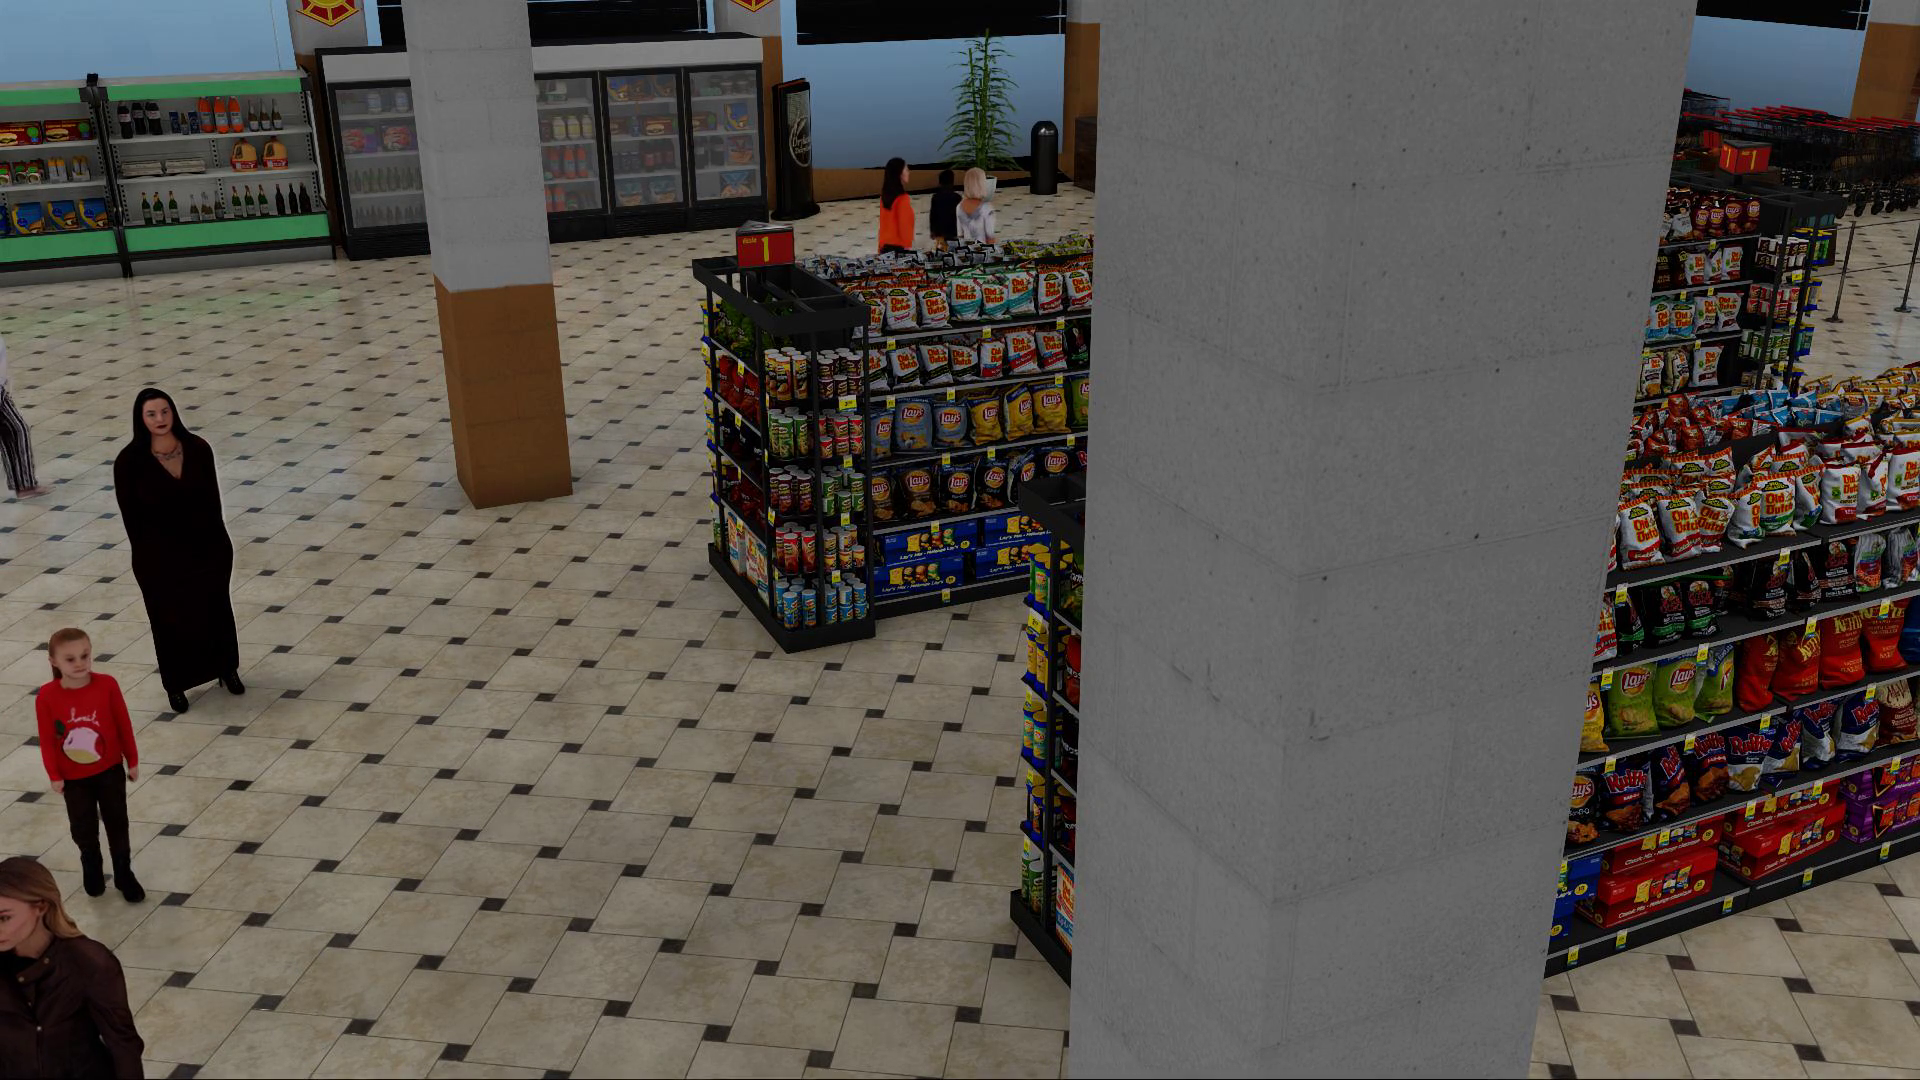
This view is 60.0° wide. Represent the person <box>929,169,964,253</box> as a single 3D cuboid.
[{"bbox_3d":[-0.152,-3.314,17.782,0.800,1.259,0.829,5,22,13],"label":"person"}]

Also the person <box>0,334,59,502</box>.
[{"bbox_3d":[-6.842,-0.984,11.469,1.026,1.643,0.696,-12,25,-27],"label":"person"}]

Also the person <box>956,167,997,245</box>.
[{"bbox_3d":[0.146,-2.502,15.102,0.639,1.752,0.657,14,26,31],"label":"person"}]

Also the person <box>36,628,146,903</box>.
[{"bbox_3d":[-3.741,0.959,7.129,0.547,1.273,0.624,-17,28,-37],"label":"person"}]

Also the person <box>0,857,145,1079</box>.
[{"bbox_3d":[-2.566,1.648,4.839,0.620,1.703,0.735,2,22,5],"label":"person"}]

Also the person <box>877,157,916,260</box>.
[{"bbox_3d":[-0.689,-2.689,15.636,1.107,1.699,0.631,-9,24,-22],"label":"person"}]

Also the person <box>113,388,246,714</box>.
[{"bbox_3d":[-4.112,0.044,8.758,0.650,1.757,0.792,-20,29,-40],"label":"person"}]
